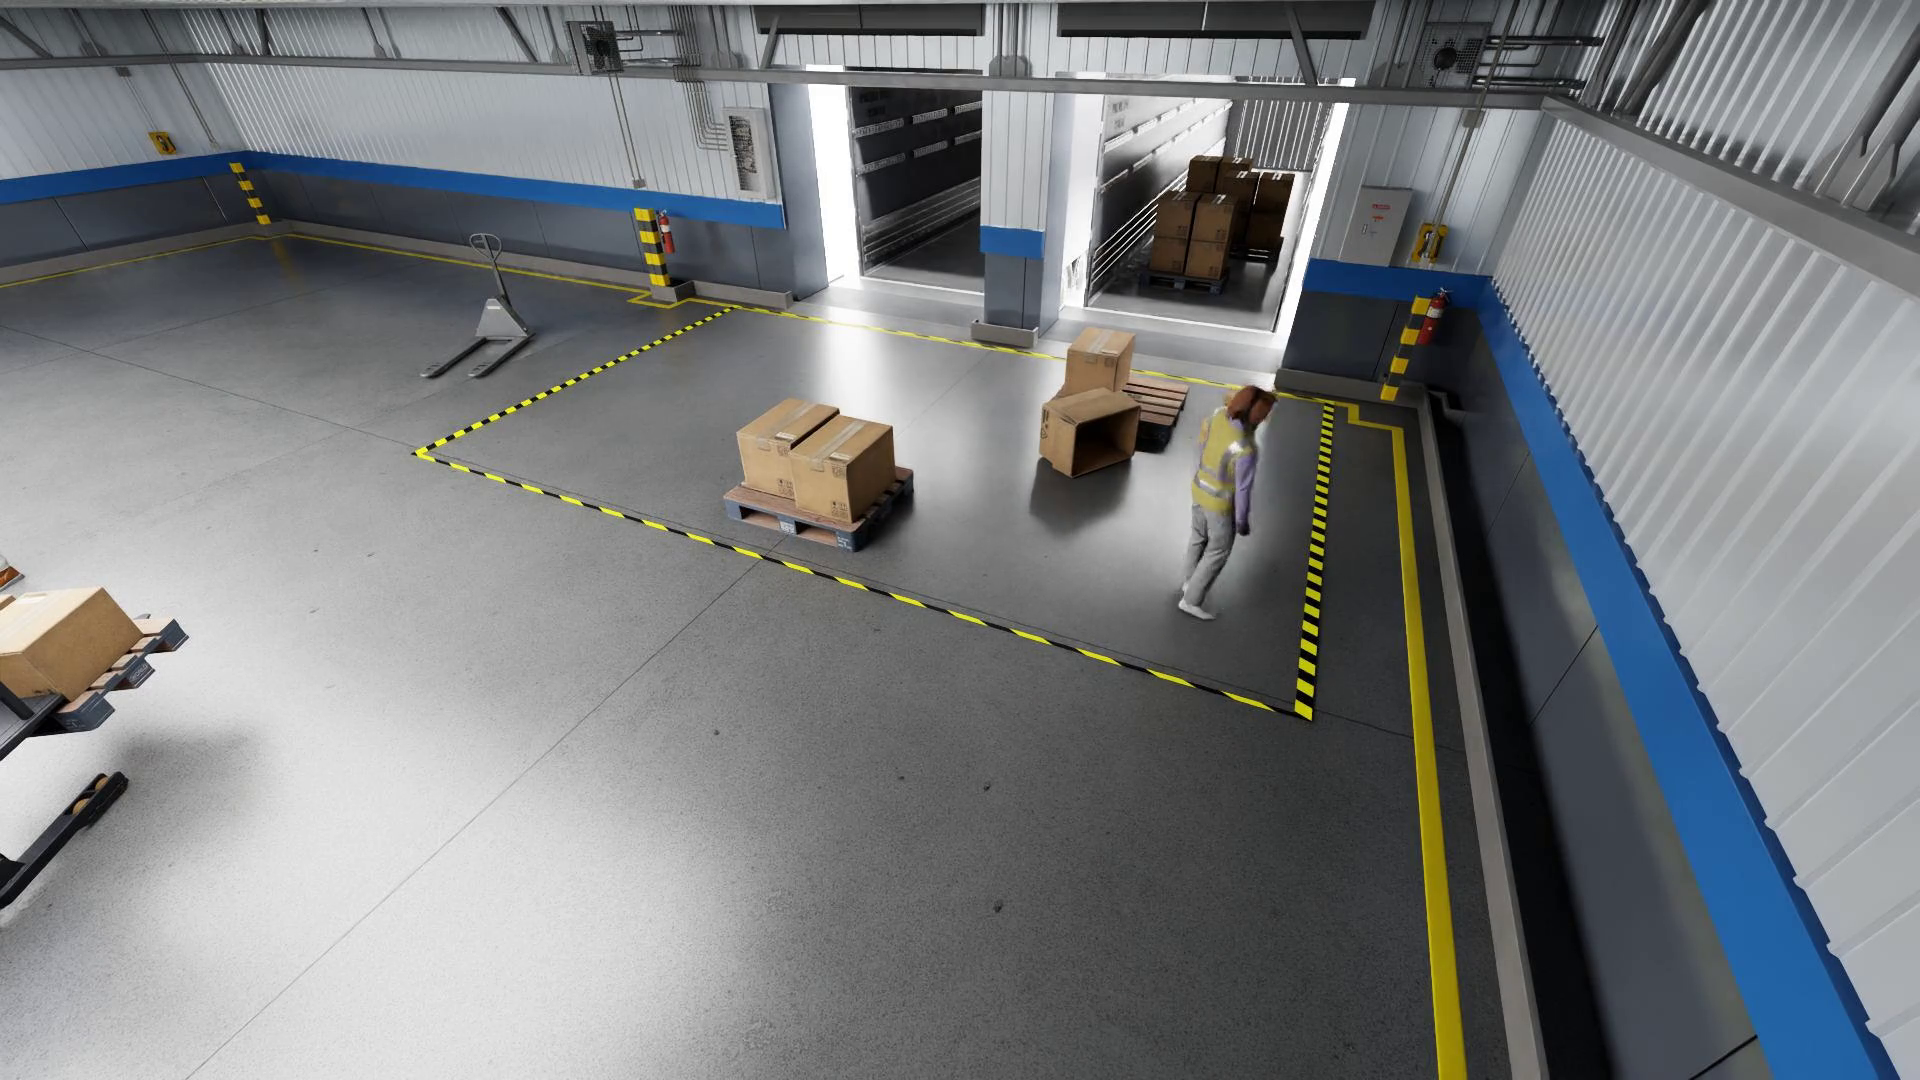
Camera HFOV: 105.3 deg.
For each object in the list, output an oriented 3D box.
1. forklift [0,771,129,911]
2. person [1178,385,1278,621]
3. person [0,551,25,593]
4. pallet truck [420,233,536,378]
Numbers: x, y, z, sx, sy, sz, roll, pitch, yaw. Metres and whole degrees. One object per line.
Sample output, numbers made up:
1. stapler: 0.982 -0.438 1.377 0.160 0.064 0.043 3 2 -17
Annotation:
1. forklift: -4.601 0.992 2.538 0.716 2.013 0.776 -5 36 -7
2. person: 1.618 -0.248 4.643 0.354 1.620 0.553 -7 36 -10
3. person: -6.910 -0.459 4.653 0.603 1.949 0.386 7 36 10
4. pallet truck: -5.664 -2.712 8.427 0.680 1.201 1.601 0 35 -1
